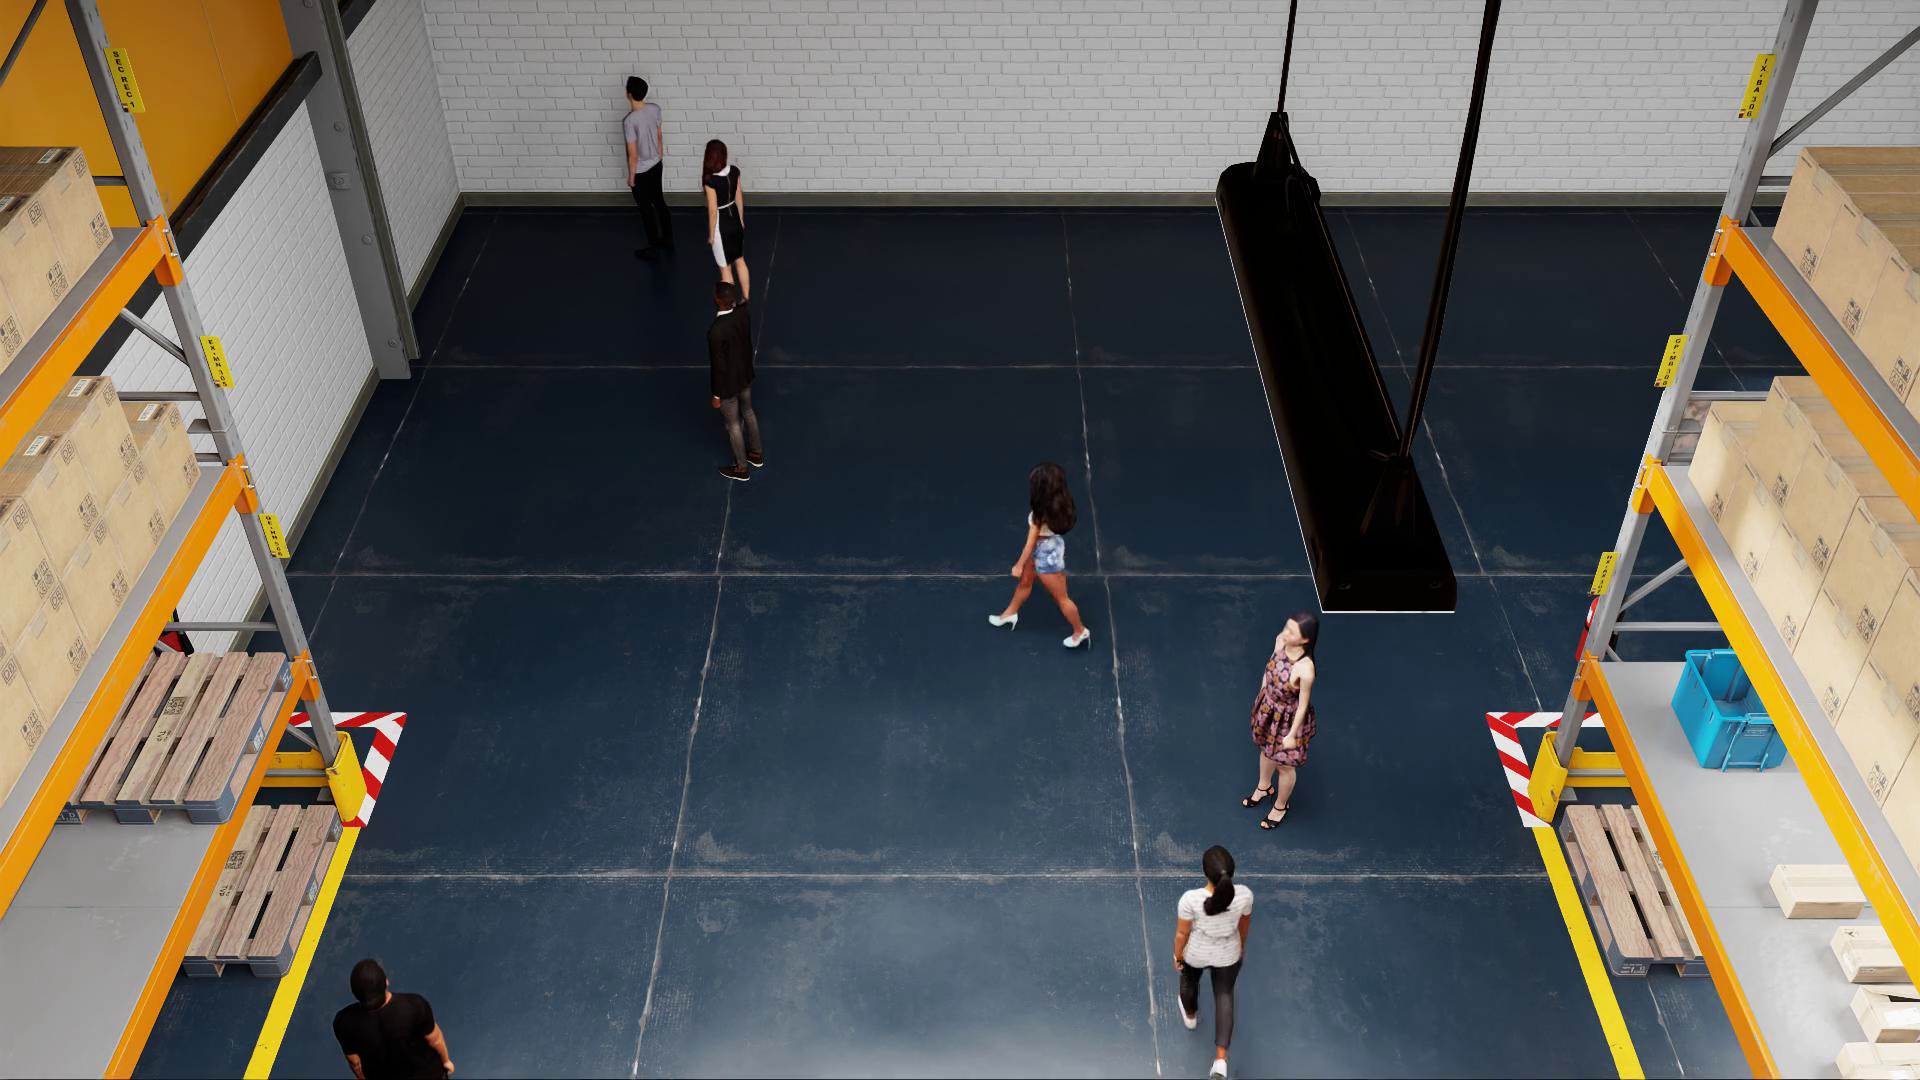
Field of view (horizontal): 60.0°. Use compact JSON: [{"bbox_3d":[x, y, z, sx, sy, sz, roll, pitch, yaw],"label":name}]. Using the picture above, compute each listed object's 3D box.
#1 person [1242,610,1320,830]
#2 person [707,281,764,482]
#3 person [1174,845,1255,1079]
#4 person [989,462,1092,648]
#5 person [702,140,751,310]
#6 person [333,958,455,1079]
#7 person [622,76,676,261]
[{"bbox_3d":[2.030,1.128,10.491,0.830,1.773,0.737,-15,41,-17],"label":"person"},{"bbox_3d":[-1.840,-1.298,13.508,0.804,1.800,0.667,19,42,22],"label":"person"},{"bbox_3d":[1.393,2.313,9.126,0.583,1.625,0.942,-2,39,-3],"label":"person"},{"bbox_3d":[0.688,0.165,11.851,0.784,1.583,0.997,9,39,11],"label":"person"},{"bbox_3d":[-2.176,-2.881,15.493,0.709,1.796,0.627,27,46,30],"label":"person"},{"bbox_3d":[-2.841,2.723,8.506,0.694,1.758,0.675,-11,40,-13],"label":"person"},{"bbox_3d":[-3.101,-3.669,16.427,0.810,1.863,0.671,20,43,23],"label":"person"}]
